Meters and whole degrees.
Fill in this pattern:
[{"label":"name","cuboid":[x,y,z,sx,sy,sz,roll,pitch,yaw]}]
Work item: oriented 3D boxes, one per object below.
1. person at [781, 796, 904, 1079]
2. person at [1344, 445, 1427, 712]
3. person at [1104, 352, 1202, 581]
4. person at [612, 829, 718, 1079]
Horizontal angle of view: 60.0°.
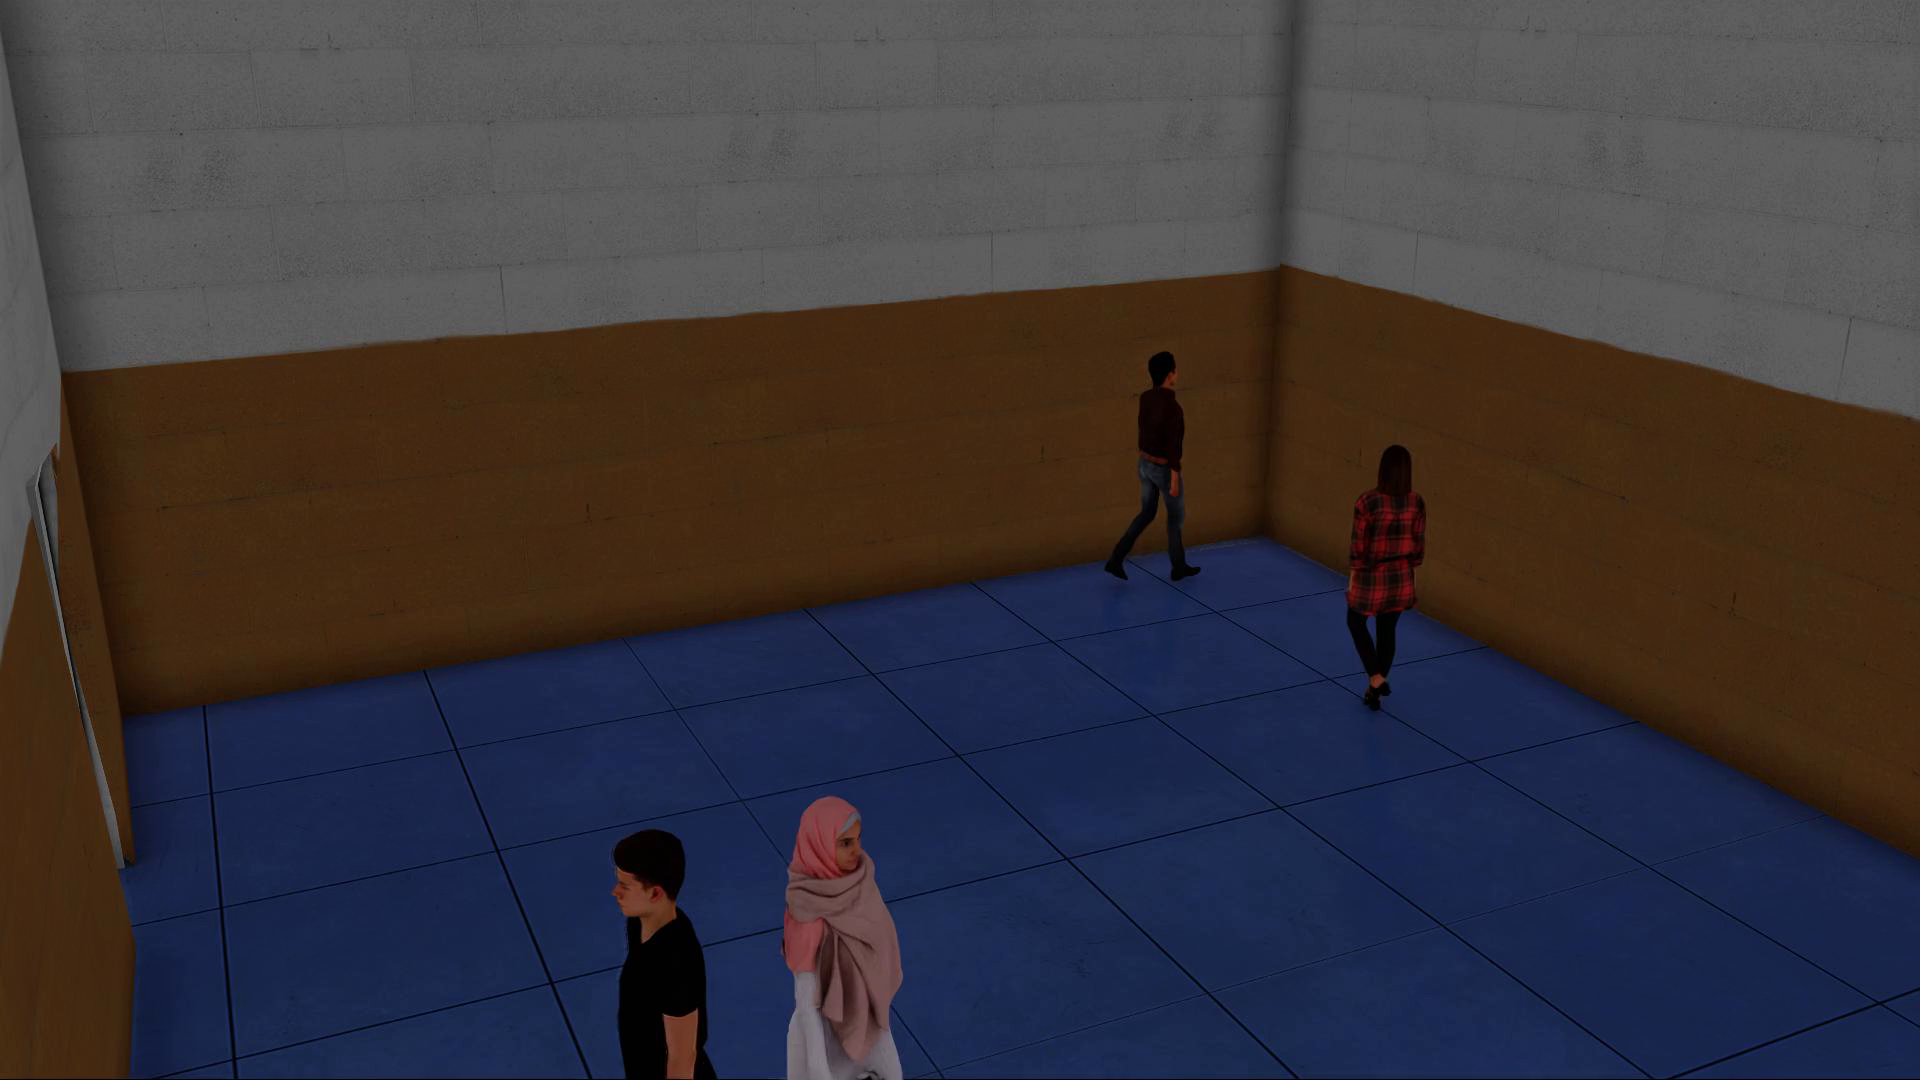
[{"label":"person","cuboid":[-0.505,1.707,5.722,1.152,1.749,1.227,11,22,29]},{"label":"person","cuboid":[2.576,0.273,10.063,0.746,1.693,0.802,-1,19,-4]},{"label":"person","cuboid":[1.399,-0.491,12.233,1.053,1.754,0.721,-11,21,-29]},{"label":"person","cuboid":[-0.919,1.774,5.347,0.558,1.862,0.644,-8,20,-24]}]
